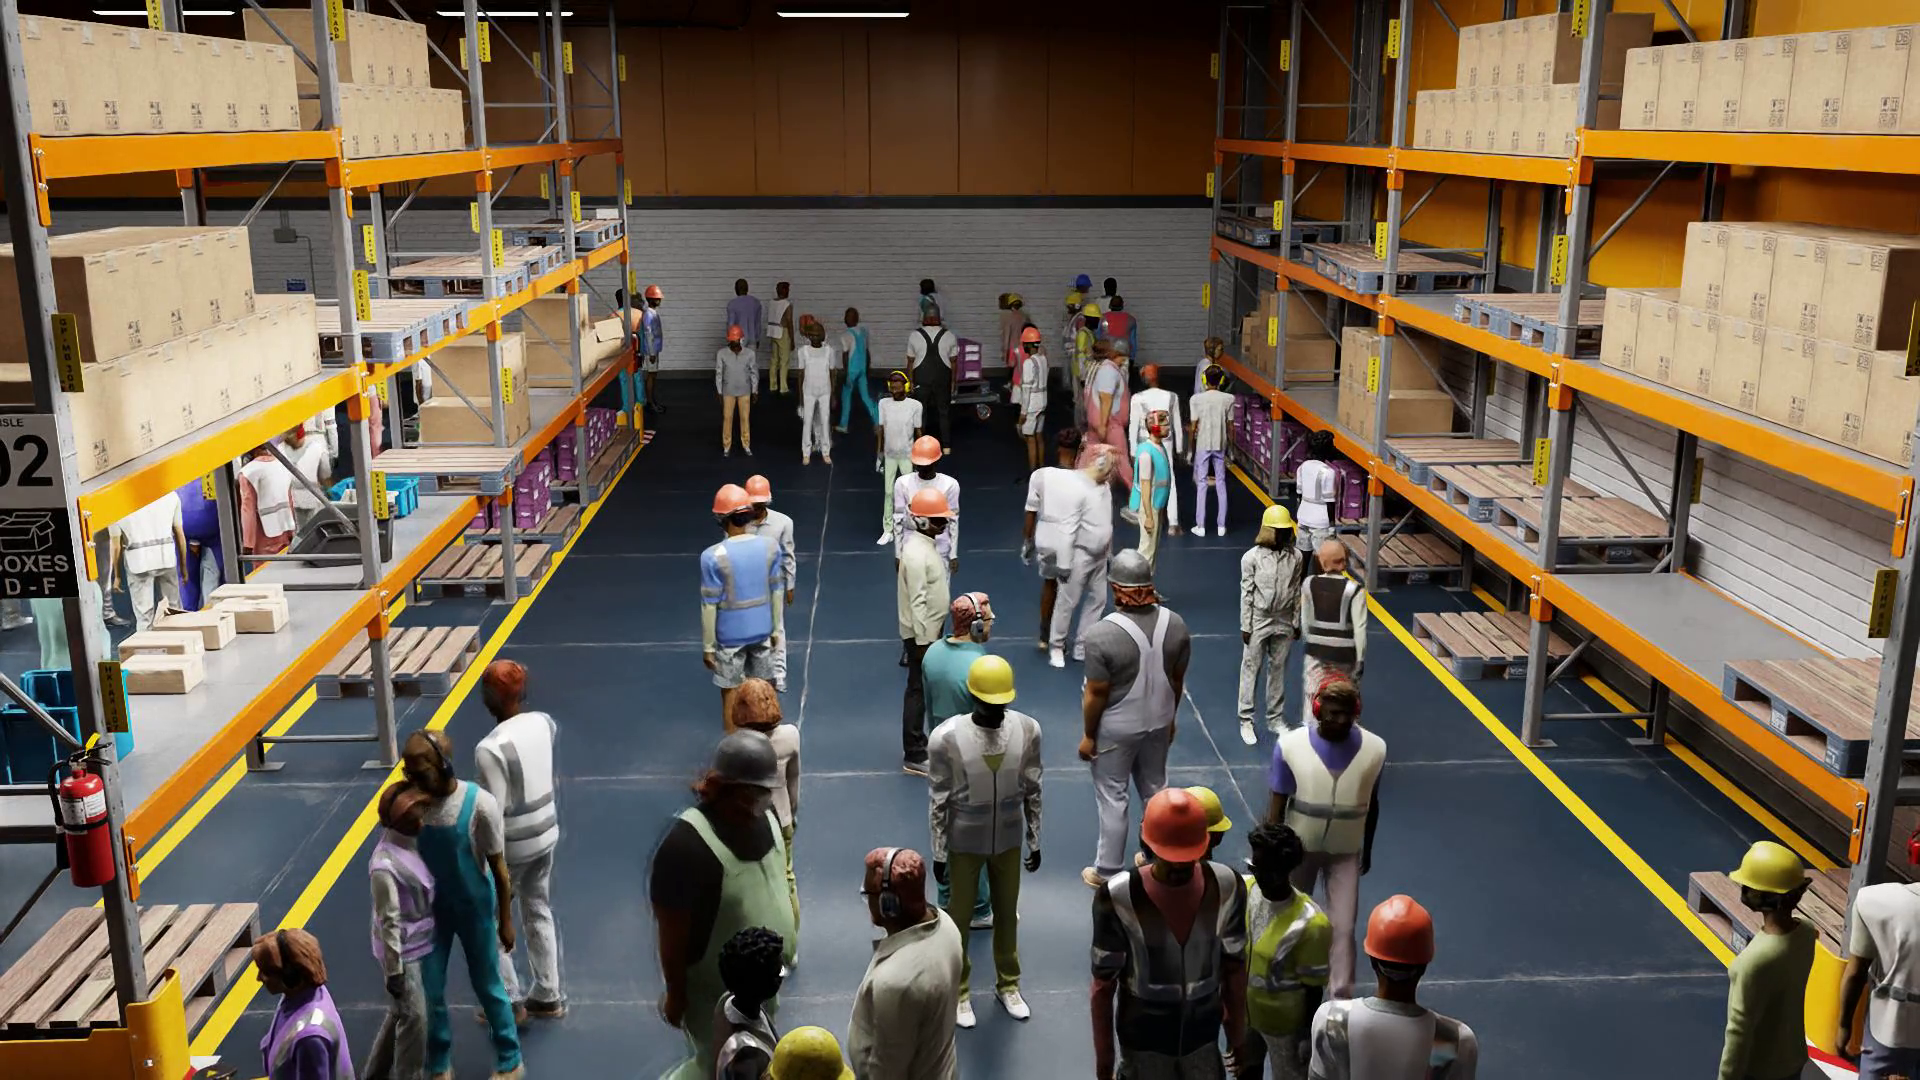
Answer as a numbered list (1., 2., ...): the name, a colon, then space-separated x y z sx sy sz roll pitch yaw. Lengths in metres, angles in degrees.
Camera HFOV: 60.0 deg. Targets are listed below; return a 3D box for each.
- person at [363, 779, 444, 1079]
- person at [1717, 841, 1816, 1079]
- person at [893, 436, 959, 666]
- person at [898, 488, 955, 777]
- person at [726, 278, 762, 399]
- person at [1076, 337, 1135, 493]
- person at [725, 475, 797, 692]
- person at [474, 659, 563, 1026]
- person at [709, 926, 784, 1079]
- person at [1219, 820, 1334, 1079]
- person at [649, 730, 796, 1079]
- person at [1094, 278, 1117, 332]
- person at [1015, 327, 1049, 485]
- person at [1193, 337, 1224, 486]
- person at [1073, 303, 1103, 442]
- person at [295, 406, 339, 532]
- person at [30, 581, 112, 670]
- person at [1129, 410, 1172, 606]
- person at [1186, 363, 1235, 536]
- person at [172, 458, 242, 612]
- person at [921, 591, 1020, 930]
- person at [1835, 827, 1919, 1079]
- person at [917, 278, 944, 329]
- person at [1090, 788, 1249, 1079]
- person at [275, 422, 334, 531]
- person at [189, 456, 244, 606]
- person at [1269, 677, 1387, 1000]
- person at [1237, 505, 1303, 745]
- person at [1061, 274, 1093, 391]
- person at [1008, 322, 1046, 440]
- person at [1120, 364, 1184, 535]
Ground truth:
1. person: -2.528 1.813 7.457 0.481 1.615 0.543 1 14 3
2. person: 3.075 1.999 6.433 0.525 1.760 0.341 -12 19 -40
3. person: -0.274 0.093 13.579 0.542 1.929 0.374 0 14 -1
4. person: -0.228 0.616 11.391 0.396 1.993 0.617 1 14 3
5. person: -3.423 -3.182 26.429 0.627 1.933 0.368 -12 19 -40
6. person: 1.762 -1.421 19.299 1.059 2.000 0.758 -1 14 -5
7. person: -1.558 0.343 12.967 0.568 1.743 0.350 -1 14 -2
8. person: -2.225 1.494 8.218 0.537 1.861 0.607 6 15 21
9. person: -0.749 2.167 5.914 0.320 1.694 0.534 -3 15 -11
10. person: 1.273 1.936 6.818 0.320 1.693 0.535 -11 18 -37
11. person: -0.971 1.725 6.945 0.632 2.000 0.695 8 17 30
12. person: 2.375 -3.244 26.697 0.392 1.920 0.593 -11 18 -37
13. person: 0.873 -1.637 20.382 0.379 1.930 0.537 7 16 26
14. person: 3.020 -1.562 20.276 0.351 1.834 0.518 0 14 -1
15. person: 1.783 -2.331 23.121 0.400 1.919 0.590 4 15 17
16. person: -6.933 -0.962 17.763 0.590 1.912 0.397 -2 14 -7
17. person: -5.645 0.846 10.632 0.626 1.930 0.380 9 17 30
18. person: 1.747 -0.280 15.196 0.389 1.850 0.565 4 15 16
19. person: 2.686 -0.965 17.846 0.513 1.872 0.331 0 14 -2
20. person: -6.500 -0.130 14.229 0.672 2.000 0.536 -3 15 -13
21. person: 0.069 1.213 9.226 0.409 1.909 0.641 -10 17 -34
22. person: 3.731 1.946 6.481 0.560 1.839 0.396 6 15 22
23. person: -0.498 -3.408 27.515 0.462 1.834 0.676 6 16 23
24. person: 0.803 1.887 6.345 0.614 2.029 0.409 -3 15 -11
25. person: -5.989 -0.323 15.484 0.592 1.804 0.822 6 15 22
26. person: -6.408 -0.092 14.358 0.409 1.907 0.598 8 16 29
27. person: 1.800 1.517 8.264 0.578 1.800 0.981 0 14 0
28. person: 2.237 0.602 11.947 0.487 1.746 0.290 -5 15 -20
29. person: 2.060 -3.372 27.207 0.863 1.916 0.604 7 16 25
30. person: 0.931 -2.166 22.971 0.539 1.677 0.614 -1 14 -3
31. person: 2.139 -0.992 18.083 0.655 1.826 1.024 -4 15 -14
